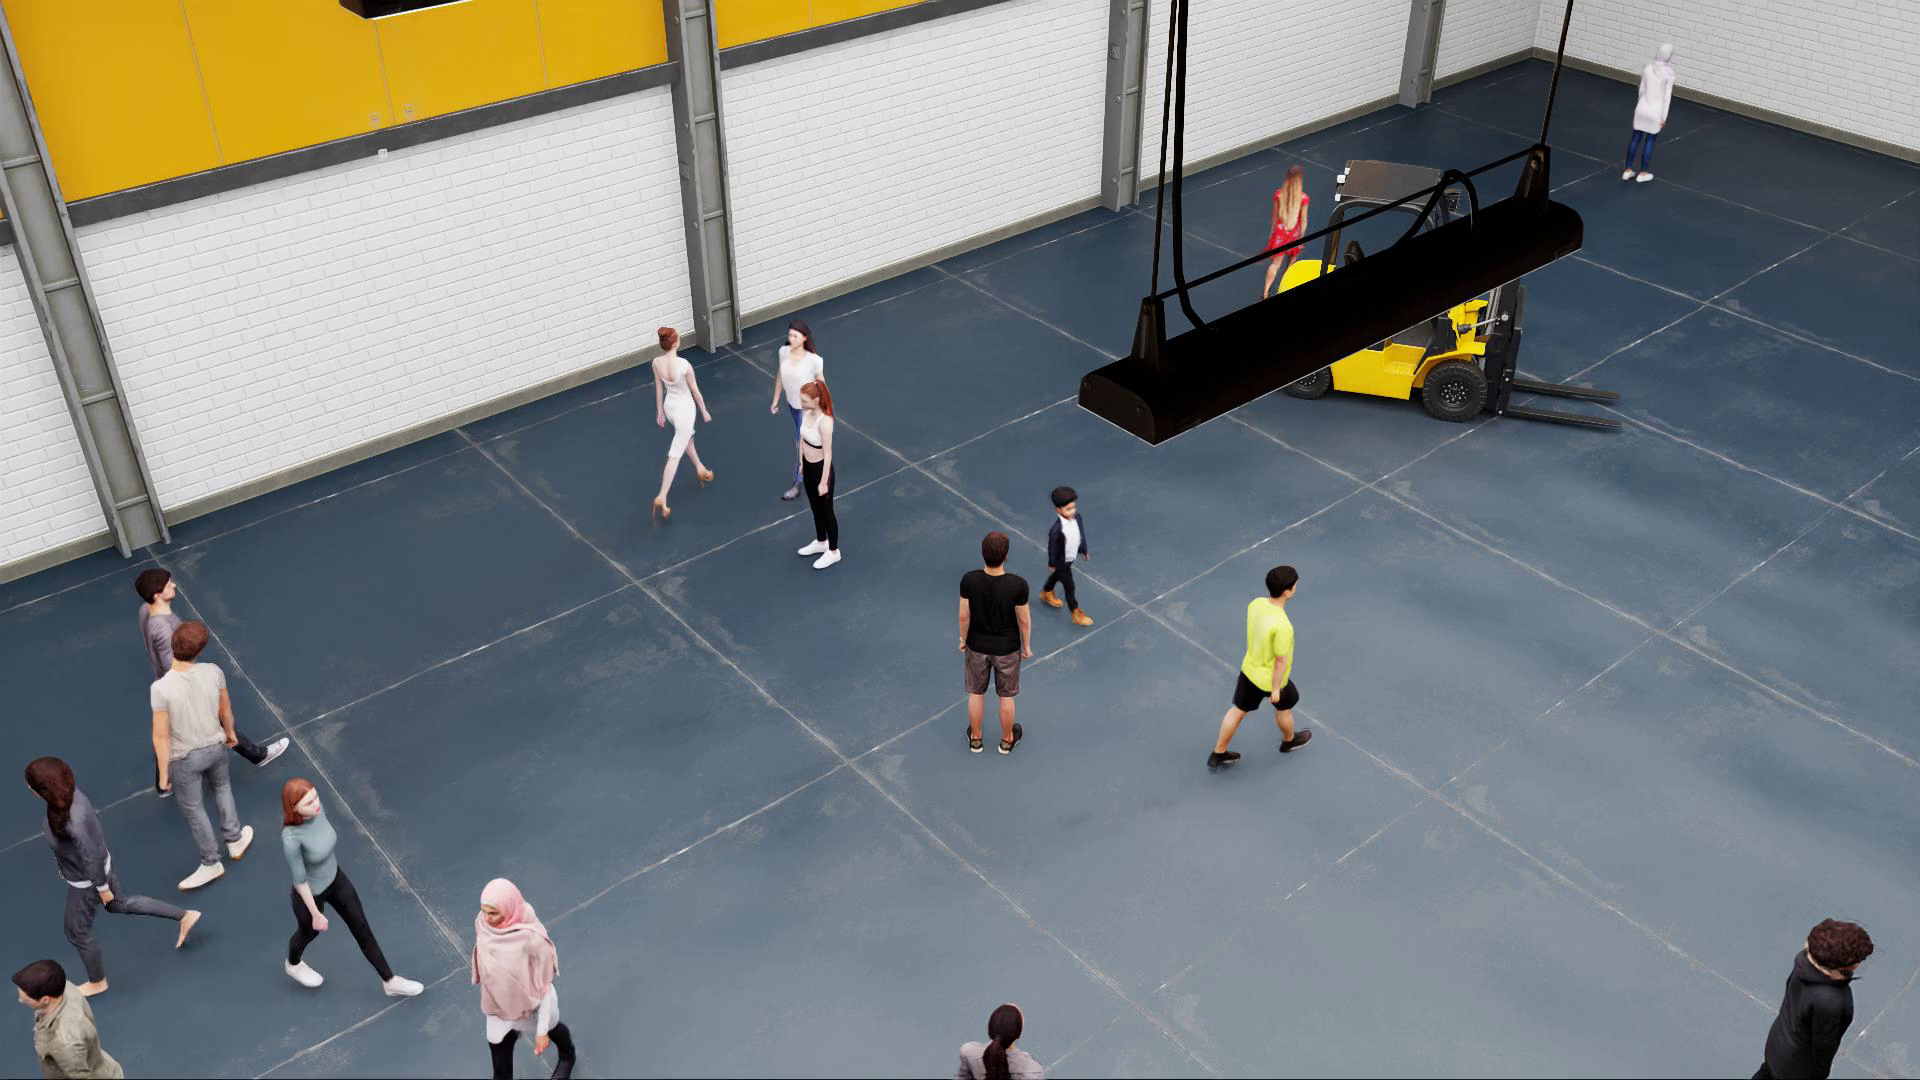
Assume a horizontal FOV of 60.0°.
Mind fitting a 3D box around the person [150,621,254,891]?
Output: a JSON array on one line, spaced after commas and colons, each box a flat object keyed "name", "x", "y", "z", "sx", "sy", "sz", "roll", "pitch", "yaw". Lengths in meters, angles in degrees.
[{"name": "person", "x": -4.993, "y": 1.416, "z": 10.838, "sx": 0.973, "sy": 1.844, "sz": 0.611, "roll": 15, "pitch": 36, "yaw": 21}]

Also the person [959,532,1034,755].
[{"name": "person", "x": 0.228, "y": 0.739, "z": 11.842, "sx": 0.763, "sy": 1.861, "sz": 0.810, "roll": 4, "pitch": 34, "yaw": 6}]

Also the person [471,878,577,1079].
[{"name": "person", "x": -2.371, "y": 2.518, "z": 9.259, "sx": 1.022, "sy": 1.757, "sz": 1.250, "roll": 11, "pitch": 35, "yaw": 16}]

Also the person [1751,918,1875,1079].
[{"name": "person", "x": 4.515, "y": 2.717, "z": 8.939, "sx": 0.793, "sy": 1.781, "sz": 0.734, "roll": 3, "pitch": 34, "yaw": 4}]

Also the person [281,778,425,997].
[{"name": "person", "x": -3.893, "y": 2.106, "z": 9.935, "sx": 1.131, "sy": 1.695, "sz": 1.157, "roll": 7, "pitch": 34, "yaw": 11}]

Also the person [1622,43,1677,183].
[{"name": "person", "x": 8.779, "y": -5.457, "z": 21.242, "sx": 0.550, "sy": 1.775, "sz": 0.611, "roll": -25, "pitch": 41, "yaw": -32}]

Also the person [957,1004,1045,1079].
[{"name": "person", "x": 0.174, "y": 3.057, "z": 8.528, "sx": 0.740, "sy": 1.668, "sz": 0.787, "roll": 14, "pitch": 36, "yaw": 20}]

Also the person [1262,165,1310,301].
[{"name": "person", "x": 3.544, "y": -3.292, "z": 18.172, "sx": 0.820, "sy": 1.567, "sz": 1.088, "roll": 16, "pitch": 37, "yaw": 22}]

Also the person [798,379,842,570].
[{"name": "person", "x": -1.178, "y": -0.576, "z": 13.919, "sx": 0.556, "sy": 1.752, "sz": 0.611, "roll": -19, "pitch": 38, "yaw": -27}]

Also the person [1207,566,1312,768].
[{"name": "person", "x": 2.081, "y": 0.945, "z": 11.709, "sx": 1.132, "sy": 1.665, "sz": 0.781, "roll": -16, "pitch": 37, "yaw": -23}]

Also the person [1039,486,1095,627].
[{"name": "person", "x": 0.807, "y": 0.082, "z": 13.428, "sx": 0.644, "sy": 1.198, "sz": 0.792, "roll": 27, "pitch": 42, "yaw": 34}]

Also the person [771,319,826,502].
[{"name": "person", "x": -1.365, "y": -1.236, "z": 15.000, "sx": 0.759, "sy": 1.655, "sz": 1.019, "roll": 23, "pitch": 40, "yaw": 30}]

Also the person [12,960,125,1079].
[{"name": "person", "x": -4.512, "y": 2.850, "z": 8.659, "sx": 0.642, "sy": 1.869, "sz": 0.737, "roll": -18, "pitch": 38, "yaw": -25}]

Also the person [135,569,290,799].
[{"name": "person", "x": -5.448, "y": 1.033, "z": 11.452, "sx": 1.116, "sy": 1.804, "sz": 0.691, "roll": -25, "pitch": 41, "yaw": -32}]

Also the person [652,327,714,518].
[{"name": "person", "x": -2.519, "y": -1.003, "z": 14.567, "sx": 0.799, "sy": 1.746, "sz": 1.165, "roll": 19, "pitch": 38, "yaw": 27}]

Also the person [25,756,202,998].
[{"name": "person", "x": -5.187, "y": 1.975, "z": 10.094, "sx": 1.131, "sy": 1.737, "sz": 0.723, "roll": -18, "pitch": 38, "yaw": -25}]
